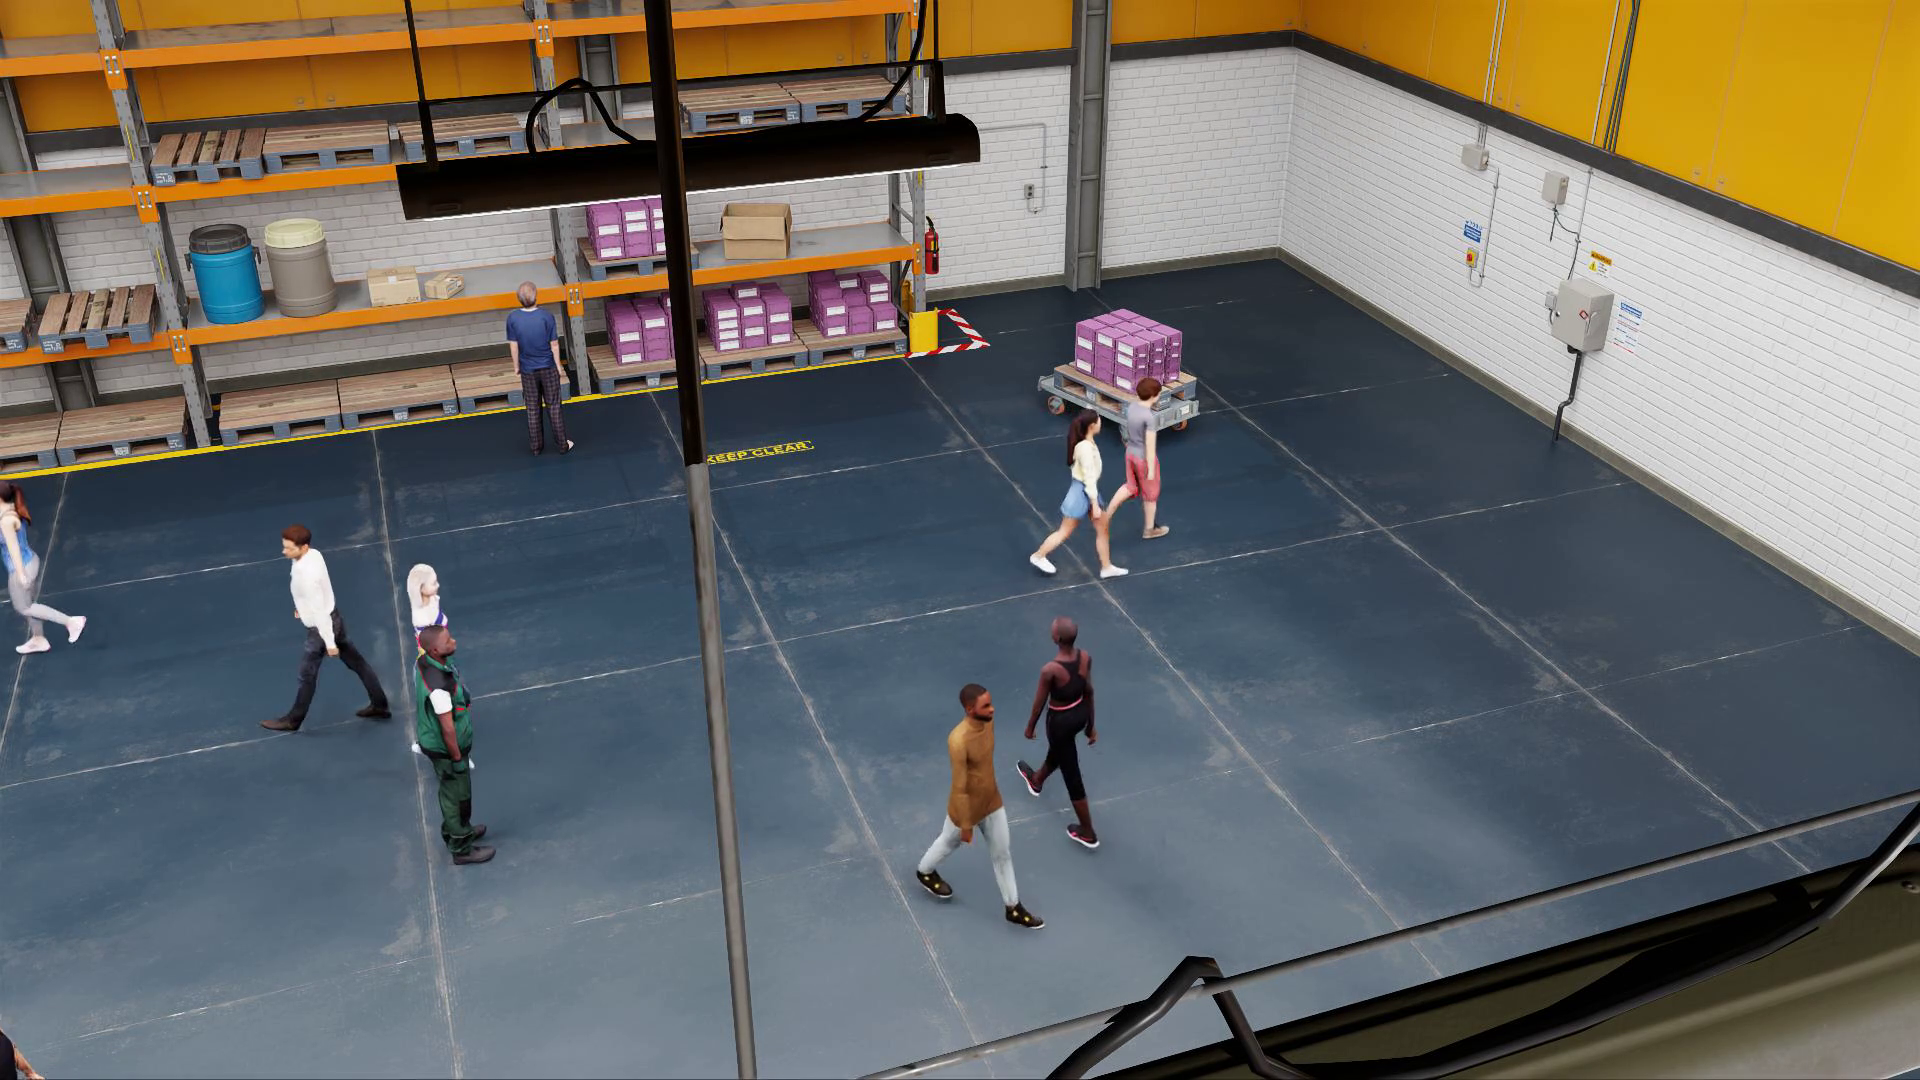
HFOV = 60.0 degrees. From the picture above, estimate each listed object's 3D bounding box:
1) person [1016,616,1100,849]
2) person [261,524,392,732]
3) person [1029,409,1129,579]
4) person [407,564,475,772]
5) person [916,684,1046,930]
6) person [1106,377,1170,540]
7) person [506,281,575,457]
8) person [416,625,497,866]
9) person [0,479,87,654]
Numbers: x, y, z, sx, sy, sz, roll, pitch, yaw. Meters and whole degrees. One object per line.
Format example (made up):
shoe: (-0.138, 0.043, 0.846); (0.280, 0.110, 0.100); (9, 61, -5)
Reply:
person: (0.790, 1.361, 11.467); (1.170, 1.720, 0.925); (-21, 35, -33)
person: (-4.726, 0.679, 12.612); (1.217, 1.821, 0.898); (-3, 29, -6)
person: (1.008, -0.369, 14.785); (1.227, 1.579, 0.975); (4, 29, 6)
person: (-3.912, 0.965, 12.112); (0.761, 1.797, 0.733); (-5, 29, -9)
person: (0.004, 1.700, 10.796); (1.193, 1.768, 1.240); (17, 33, 28)
person: (1.603, -0.720, 15.376); (1.022, 1.630, 0.706); (-15, 32, -25)
person: (-4.311, -1.754, 17.020); (0.576, 1.871, 0.770); (-3, 29, -5)
person: (-3.486, 1.374, 11.320); (0.609, 1.837, 0.704); (-13, 31, -23)
person: (-7.649, 0.225, 13.679); (0.839, 1.597, 0.591); (-8, 30, -14)
